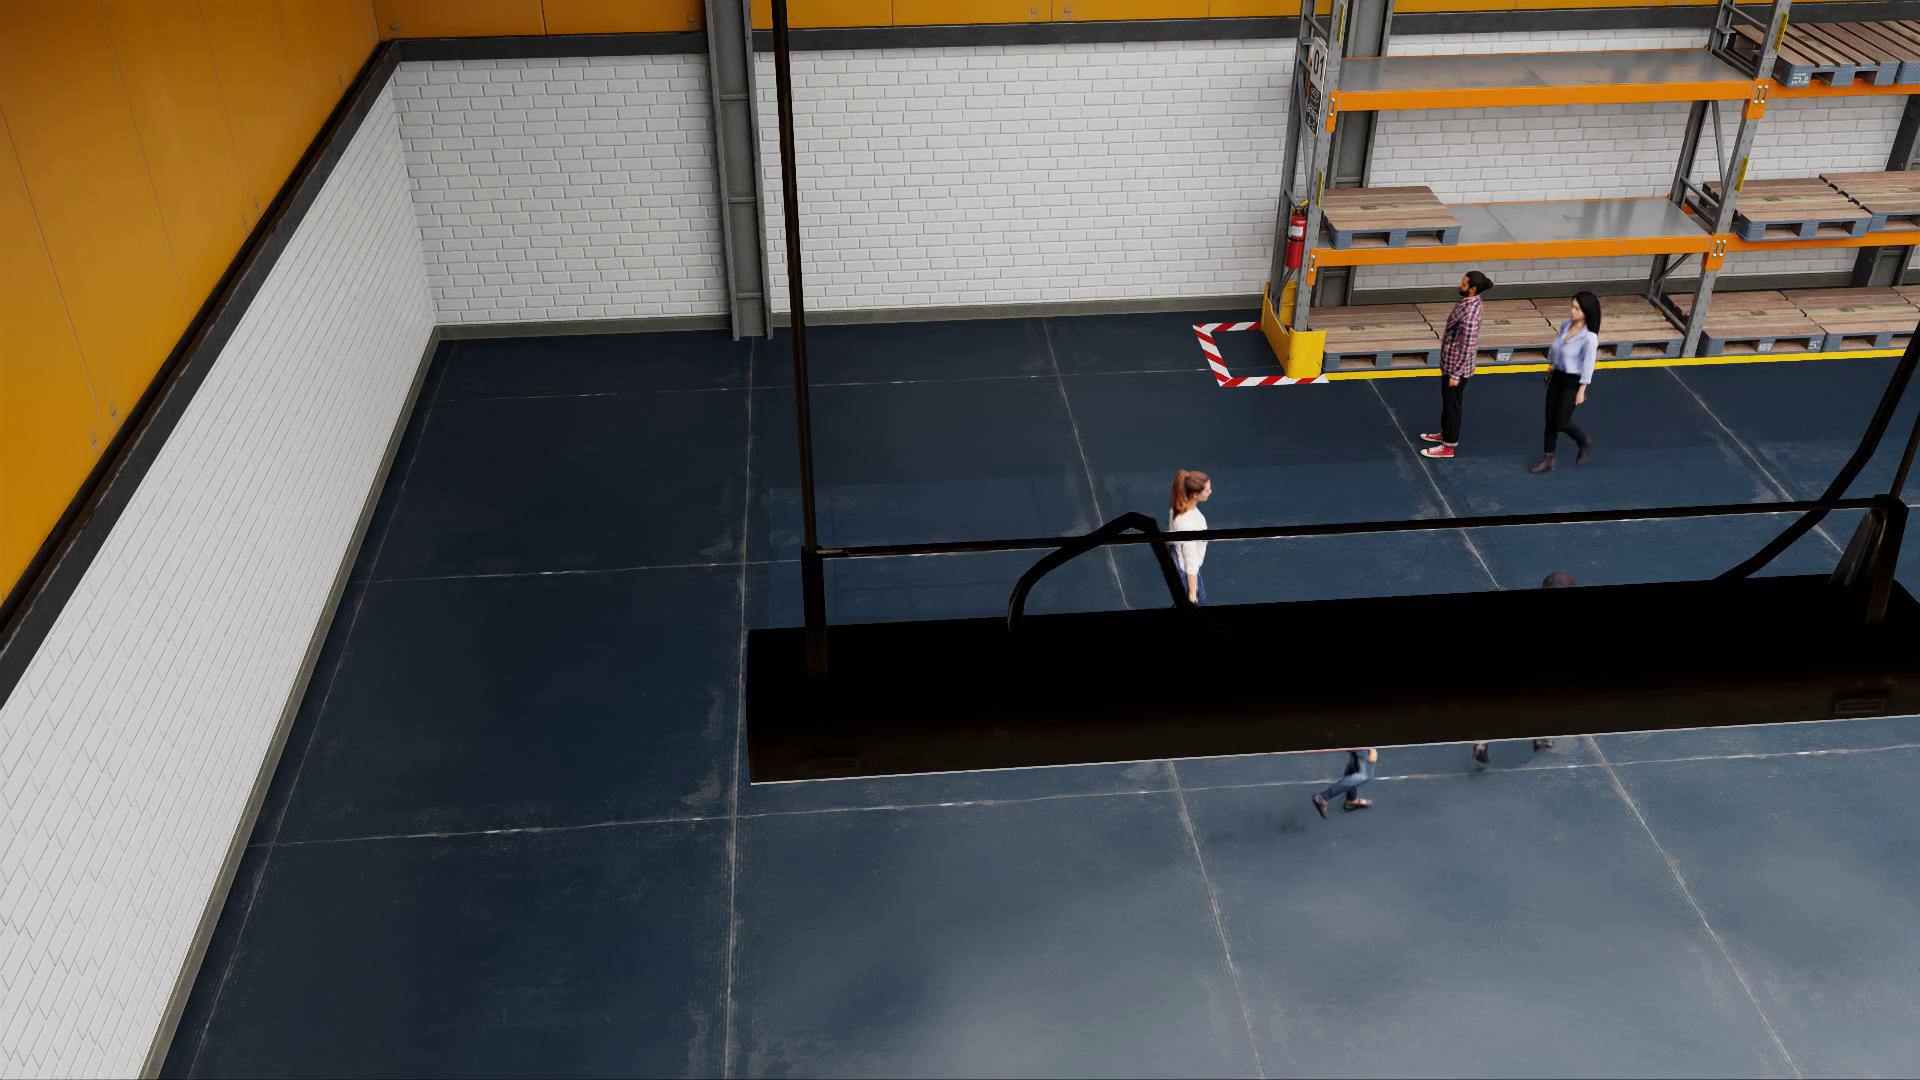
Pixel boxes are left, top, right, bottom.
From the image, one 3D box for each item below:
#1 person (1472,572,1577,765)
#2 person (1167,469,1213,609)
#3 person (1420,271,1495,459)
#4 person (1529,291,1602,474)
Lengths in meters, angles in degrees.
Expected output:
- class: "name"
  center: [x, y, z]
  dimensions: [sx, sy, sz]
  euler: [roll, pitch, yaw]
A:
- class: "person"
  center: [3.804, 0.897, 11.107]
  dimensions: [1.064, 1.526, 0.822]
  euler: [-18, 38, -25]
- class: "person"
  center: [1.513, 0.235, 11.935]
  dimensions: [0.702, 1.711, 0.654]
  euler: [0, 34, -1]
- class: "person"
  center: [4.362, -1.558, 14.588]
  dimensions: [0.709, 1.760, 0.762]
  euler: [7, 34, 10]
- class: "person"
  center: [5.294, -1.342, 14.285]
  dimensions: [0.822, 1.736, 0.731]
  euler: [-9, 35, -14]
